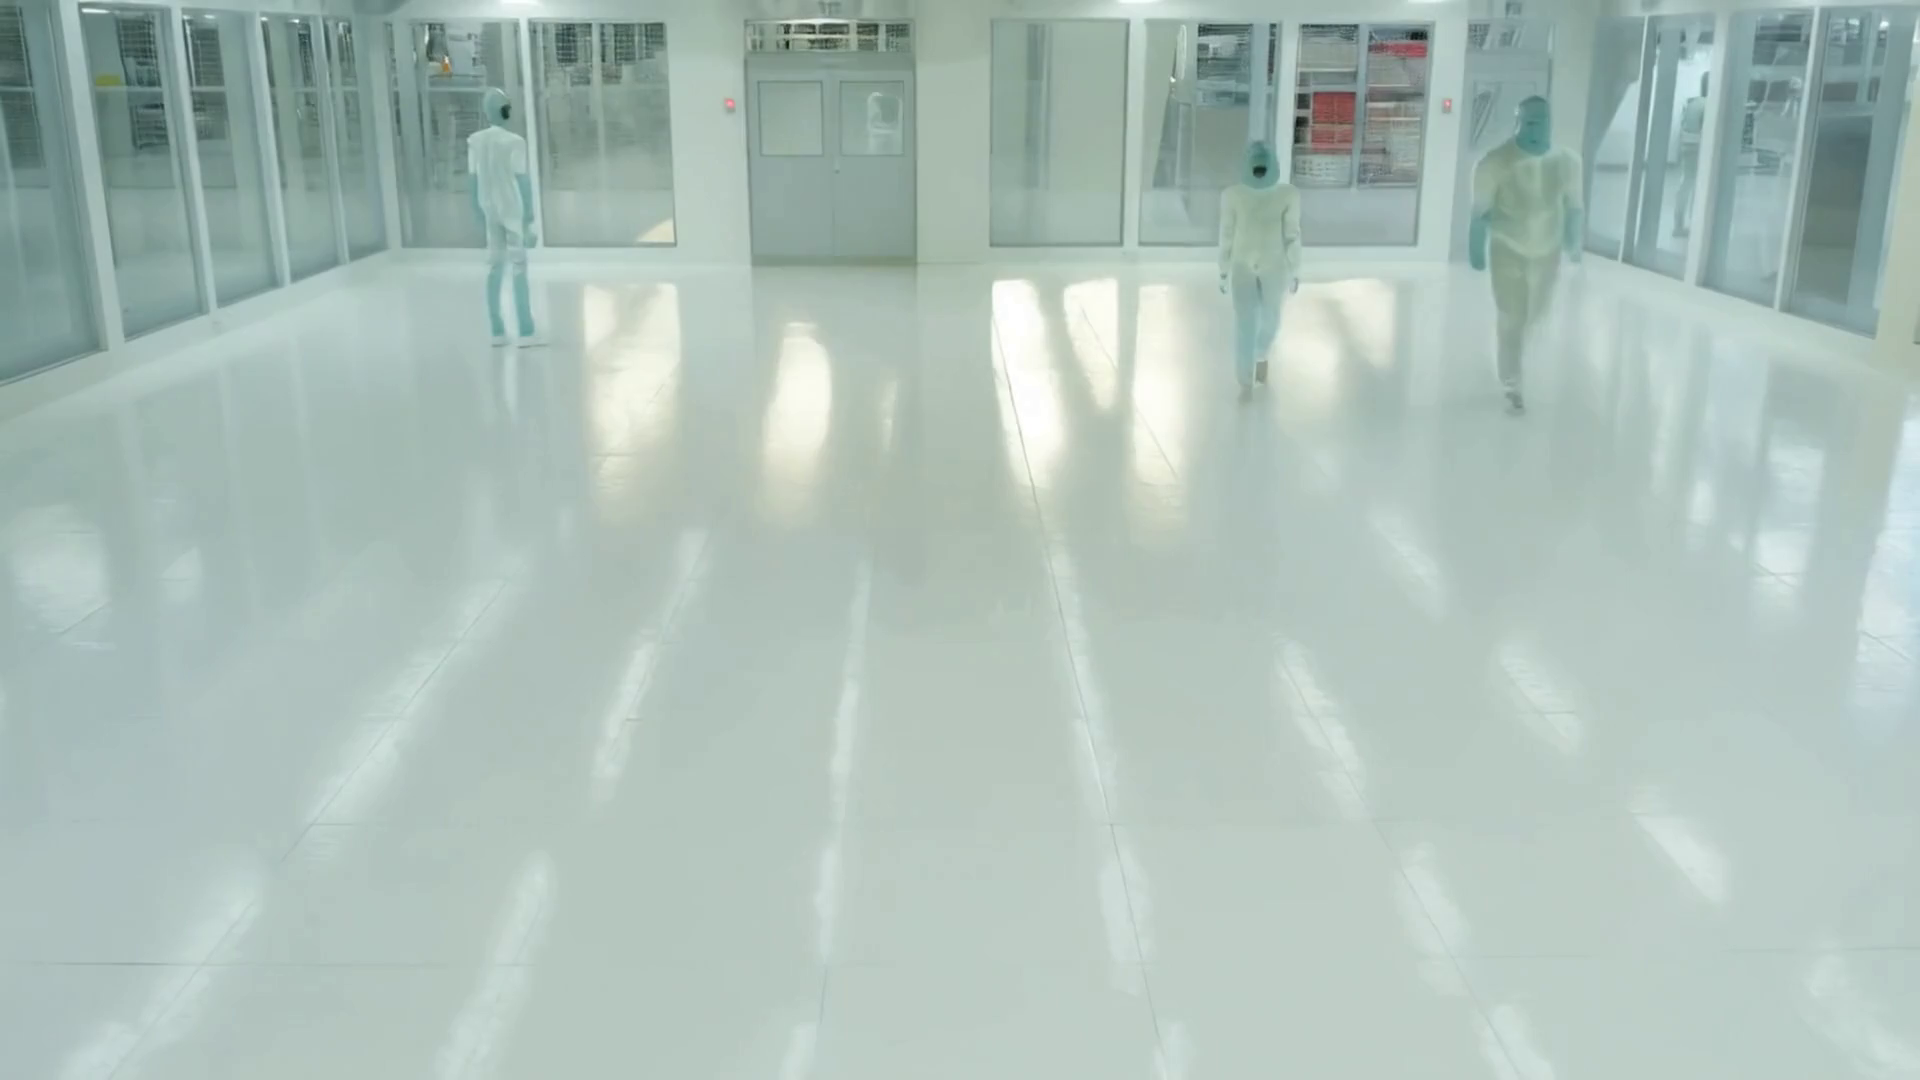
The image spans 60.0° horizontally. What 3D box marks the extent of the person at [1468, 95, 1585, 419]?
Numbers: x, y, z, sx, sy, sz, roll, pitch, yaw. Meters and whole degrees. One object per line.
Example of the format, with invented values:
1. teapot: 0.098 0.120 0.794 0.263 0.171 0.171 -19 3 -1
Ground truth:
1. person: 3.405 -1.734 10.073 0.643 1.871 0.910 -1 16 -4

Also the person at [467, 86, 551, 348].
1. person: -3.309 -2.335 12.118 0.518 1.874 0.329 6 18 20

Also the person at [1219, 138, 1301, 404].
1. person: 1.863 -1.695 10.389 0.507 1.605 0.714 2 17 8
